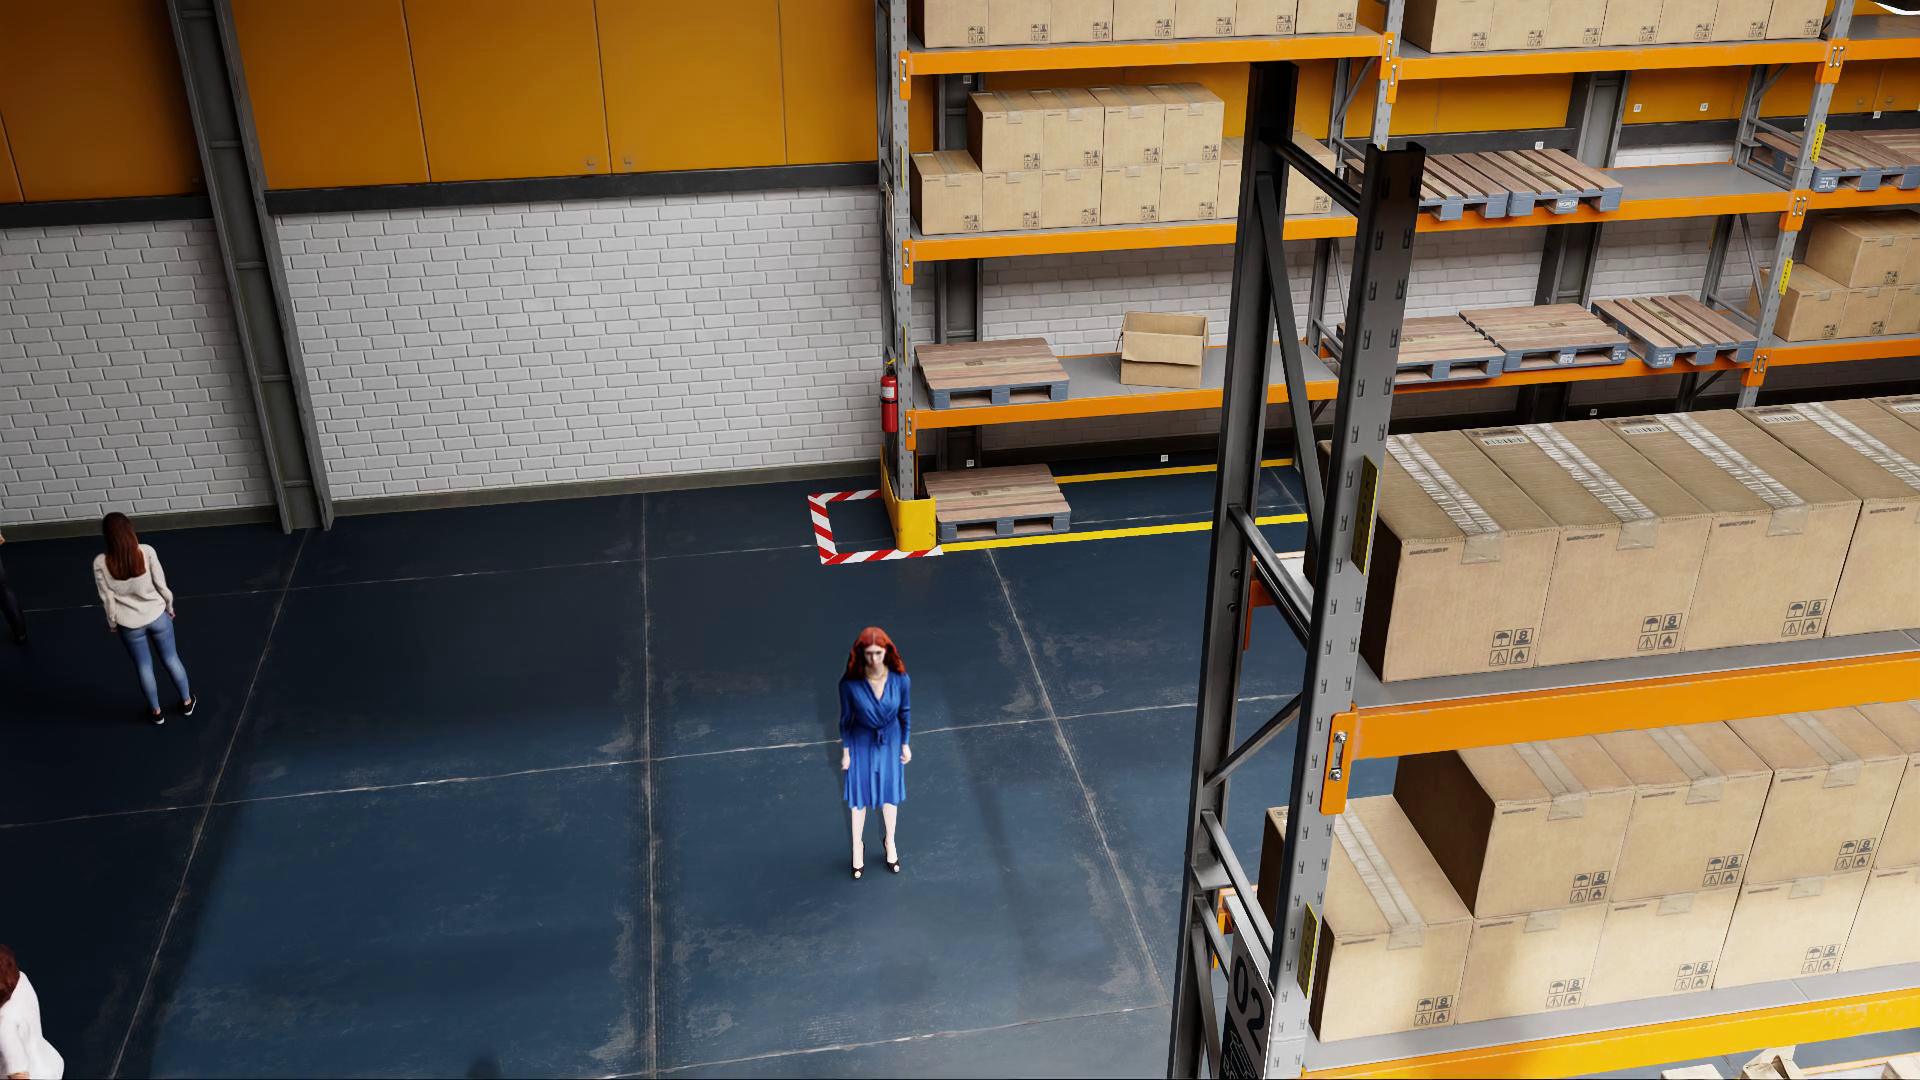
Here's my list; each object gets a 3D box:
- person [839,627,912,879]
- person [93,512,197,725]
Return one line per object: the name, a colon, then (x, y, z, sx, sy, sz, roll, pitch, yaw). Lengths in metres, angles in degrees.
person: (-0.530, 1.334, 10.512, 0.496, 1.828, 0.654, -5, 29, -8)
person: (-5.927, 0.564, 12.063, 0.595, 1.694, 0.739, -14, 32, -25)
